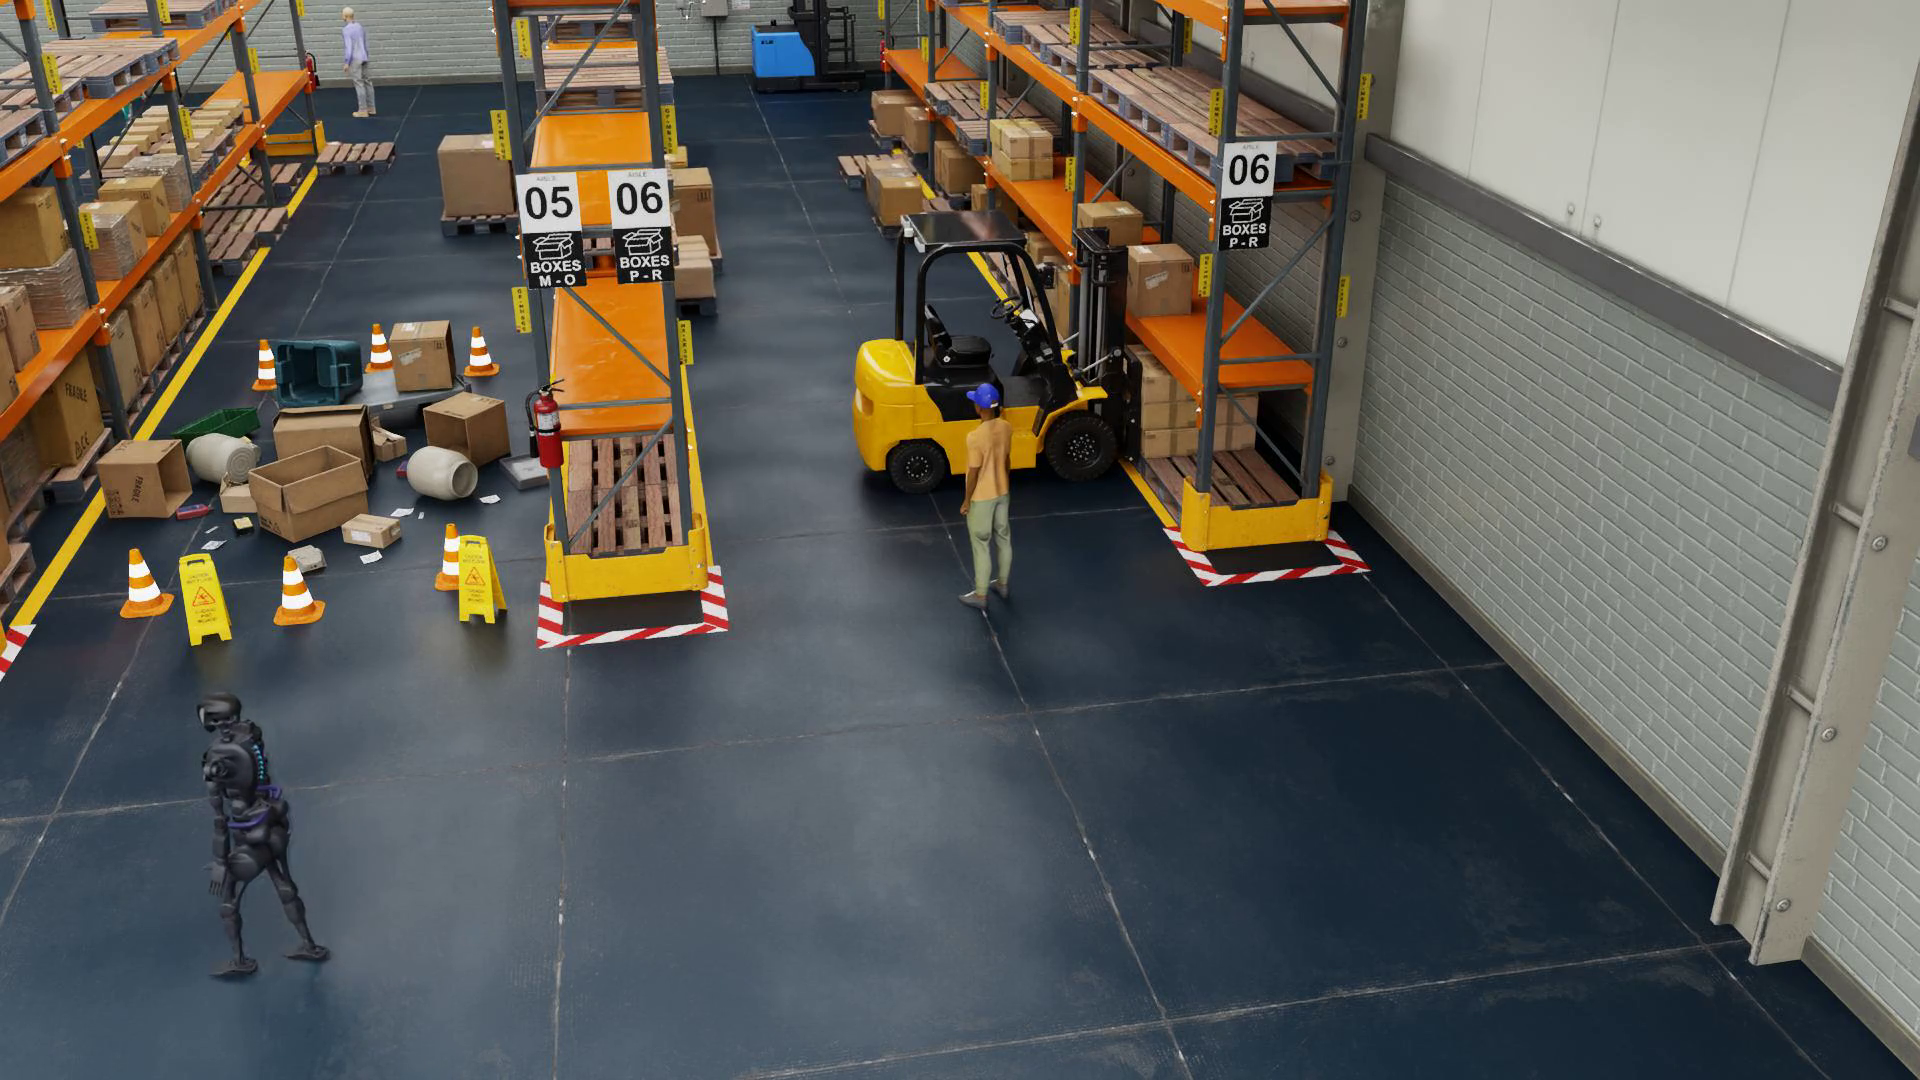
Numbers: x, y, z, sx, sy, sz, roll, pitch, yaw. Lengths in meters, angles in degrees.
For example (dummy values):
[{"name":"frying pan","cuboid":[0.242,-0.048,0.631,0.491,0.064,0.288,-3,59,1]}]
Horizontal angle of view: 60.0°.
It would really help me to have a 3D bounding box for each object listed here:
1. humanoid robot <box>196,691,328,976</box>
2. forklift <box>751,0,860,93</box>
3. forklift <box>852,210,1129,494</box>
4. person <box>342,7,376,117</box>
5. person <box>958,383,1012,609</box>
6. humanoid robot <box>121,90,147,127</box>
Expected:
[{"name":"humanoid robot","cuboid":[-3.650,1.478,8.441,0.630,1.635,0.599,2,26,3]},{"name":"forklift","cuboid":[-2.872,-9.679,30.288,1.873,2.768,1.129,-5,26,-10]},{"name":"forklift","cuboid":[0.216,-1.659,14.366,2.313,2.155,1.214,-5,26,-10]},{"name":"person","cuboid":[-10.229,-8.113,28.258,0.400,1.799,0.593,8,27,17]},{"name":"person","cuboid":[0.178,-0.332,12.147,0.352,1.717,0.456,23,34,39]},{"name":"humanoid robot","cuboid":[-13.182,-7.073,26.217,0.549,1.760,1.043,-23,34,-39]}]
